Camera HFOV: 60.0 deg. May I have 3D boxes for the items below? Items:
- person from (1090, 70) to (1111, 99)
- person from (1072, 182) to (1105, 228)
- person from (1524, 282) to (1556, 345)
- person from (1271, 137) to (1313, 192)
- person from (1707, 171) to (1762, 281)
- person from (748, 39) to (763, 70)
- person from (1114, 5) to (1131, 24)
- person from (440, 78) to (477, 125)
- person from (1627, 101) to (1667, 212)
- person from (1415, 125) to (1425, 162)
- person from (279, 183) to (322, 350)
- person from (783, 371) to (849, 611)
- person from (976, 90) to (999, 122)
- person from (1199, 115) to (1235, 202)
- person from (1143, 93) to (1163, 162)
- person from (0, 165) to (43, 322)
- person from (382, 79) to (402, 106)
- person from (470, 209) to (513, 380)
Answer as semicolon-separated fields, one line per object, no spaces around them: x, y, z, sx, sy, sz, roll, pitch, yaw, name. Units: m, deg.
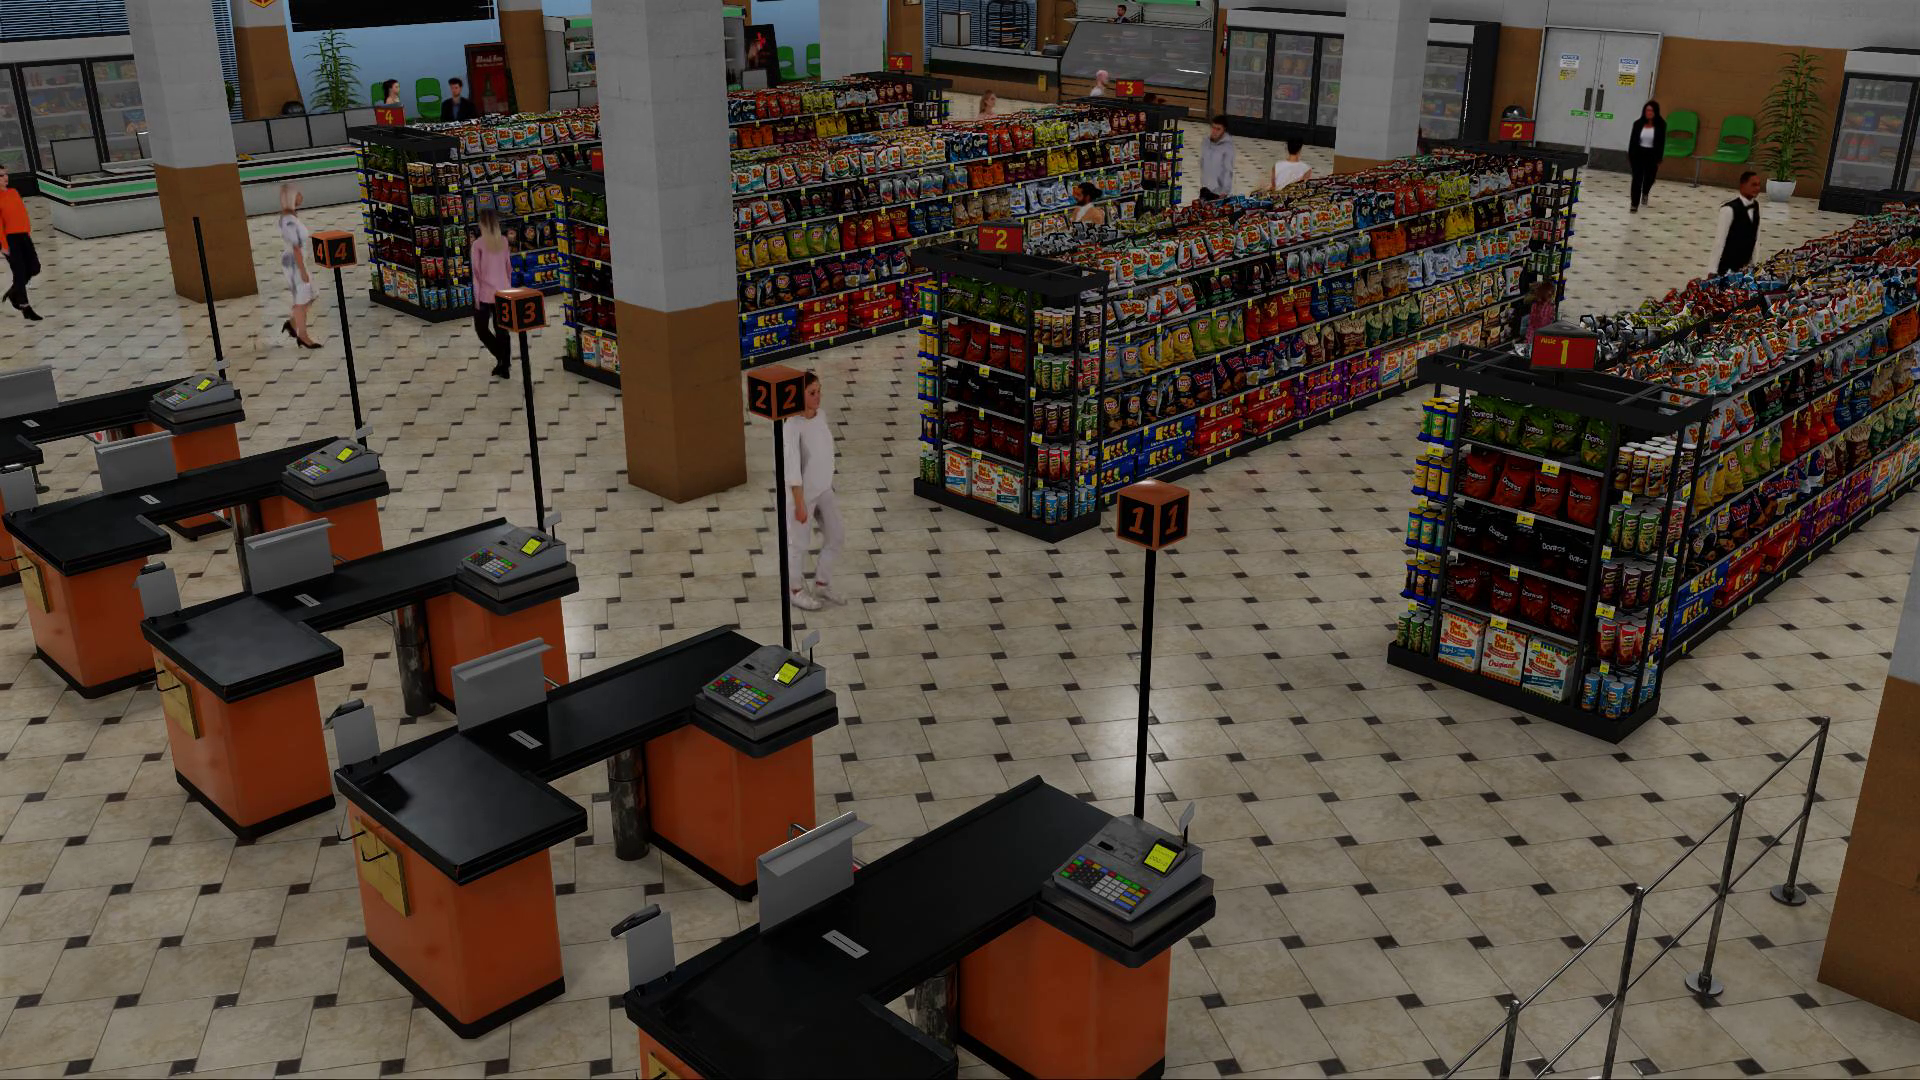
2.072;-6.468;26.286;1.144;1.787;1.248;5;22;11;person
1.316;-2.869;17.377;0.694;1.752;0.724;-11;24;-26;person
5.623;-2.001;16.225;0.467;0.999;0.737;17;28;36;person
3.905;-3.907;19.940;0.770;1.768;0.849;10;24;22;person
7.875;-2.838;17.112;1.082;1.893;0.919;-12;25;-28;person
-4.061;-8.874;32.411;1.065;1.685;0.866;-8;23;-18;person
3.718;-11.424;38.513;0.614;1.868;0.570;20;29;41;person
-7.472;-5.969;24.964;1.178;1.847;1.321;2;22;6;person
10.108;-5.655;24.511;0.824;1.603;0.921;8;23;19;person
5.961;-4.553;21.655;0.919;1.688;0.882;4;22;10;person
-6.982;-2.829;17.297;0.761;1.738;0.707;-7;23;-17;person
-1.085;-0.333;11.166;0.761;1.677;0.650;12;25;28;person
0.328;-5.552;23.960;0.575;1.822;0.650;-20;30;-41;person
3.279;-4.478;21.218;0.885;1.874;0.769;-20;30;-41;person
2.594;-5.211;23.002;0.735;1.905;0.760;-10;24;-24;person
-10.578;-3.303;18.479;0.875;1.737;0.825;3;22;8;person
-9.230;-6.655;27.029;1.089;1.582;0.975;-2;22;-5;person
-4.523;-2.378;16.259;0.668;1.675;0.568;19;28;39;person
